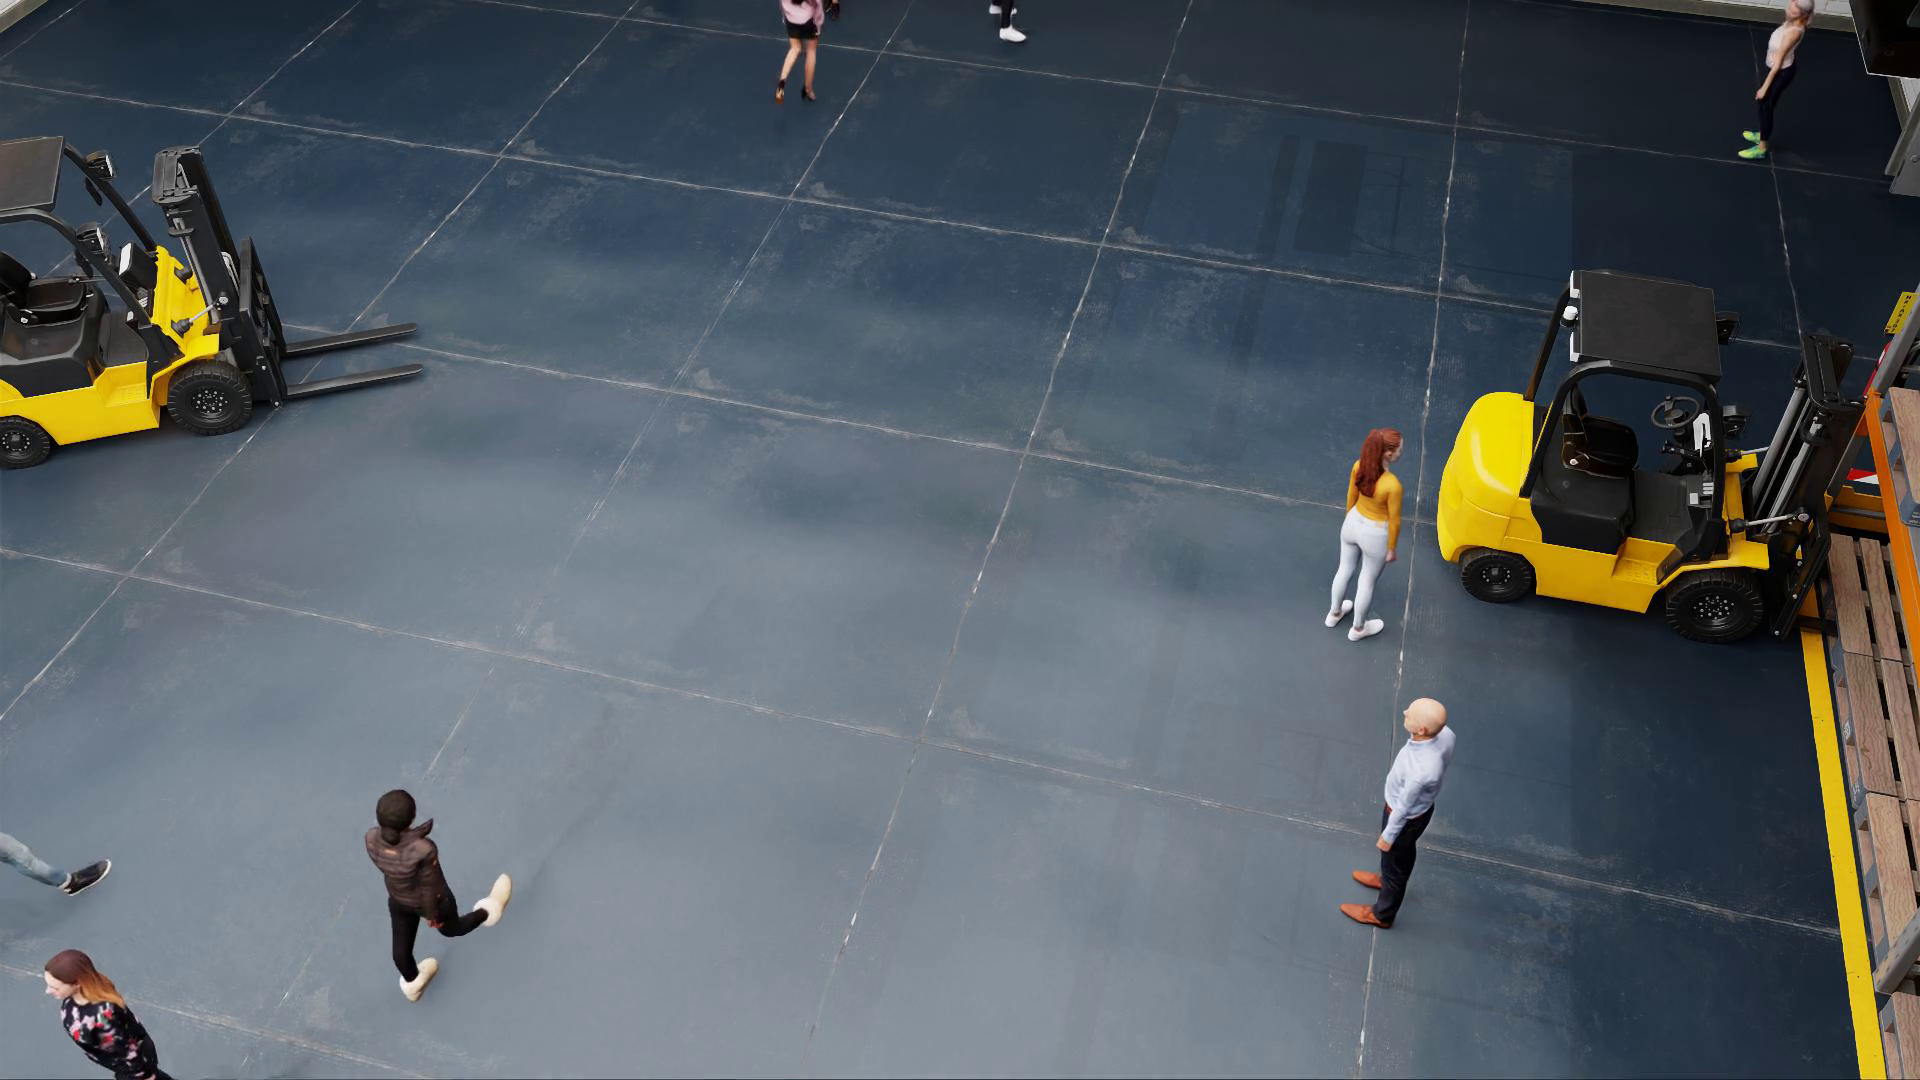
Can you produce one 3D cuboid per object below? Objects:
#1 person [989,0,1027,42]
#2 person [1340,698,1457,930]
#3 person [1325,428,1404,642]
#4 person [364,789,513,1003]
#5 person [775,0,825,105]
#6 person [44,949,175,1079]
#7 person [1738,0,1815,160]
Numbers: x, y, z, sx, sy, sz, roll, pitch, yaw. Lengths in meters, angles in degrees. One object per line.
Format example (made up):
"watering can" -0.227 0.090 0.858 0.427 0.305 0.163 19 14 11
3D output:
"person" 0.537 -6.225 17.434 0.967 1.914 0.690 10 44 10
"person" 2.515 1.542 9.372 0.740 1.790 0.578 20 47 19
"person" 2.701 -0.032 11.052 0.724 1.751 0.685 -28 50 -26
"person" -2.928 1.844 9.161 1.005 1.643 0.616 11 45 11
"person" -1.585 -5.019 16.258 0.760 1.791 0.959 16 46 16
"person" -4.145 2.540 8.406 0.703 1.678 0.727 34 53 30
"person" 7.712 -4.353 15.641 0.835 1.677 0.568 27 50 25
